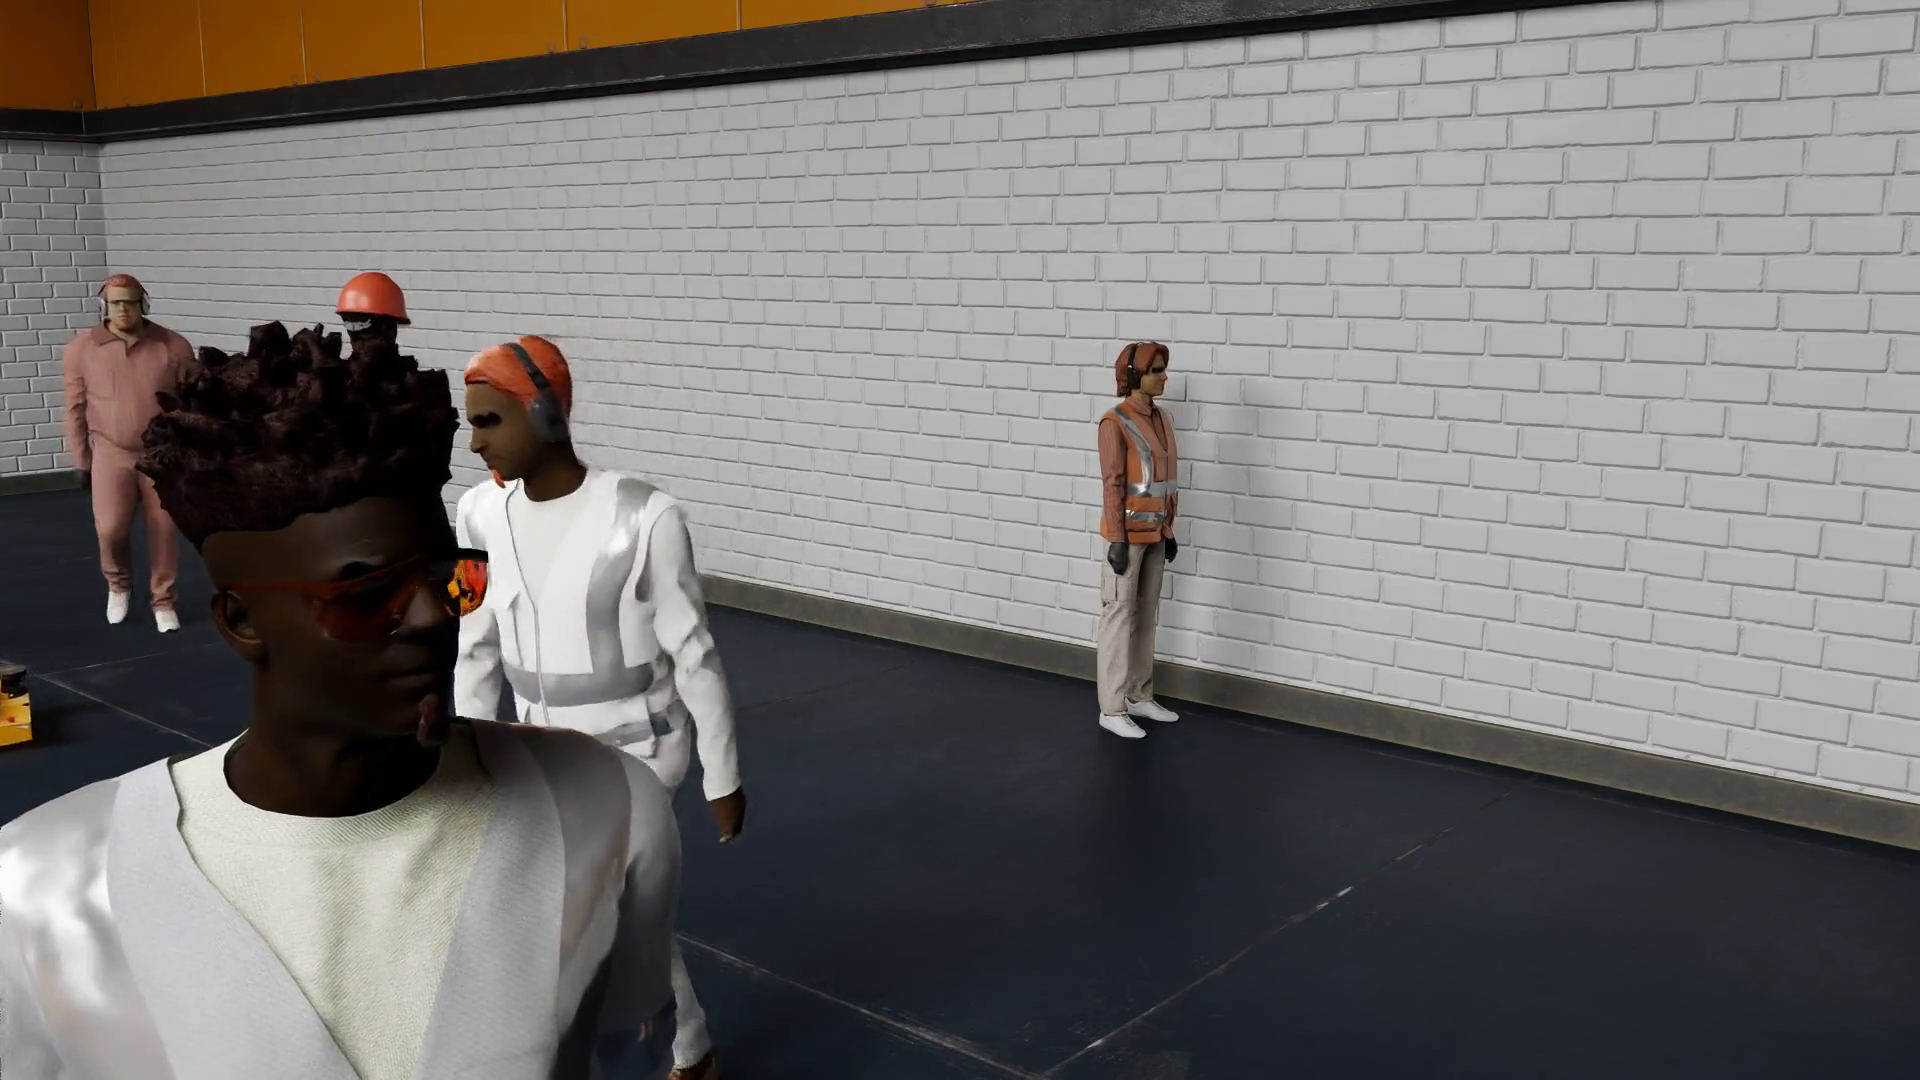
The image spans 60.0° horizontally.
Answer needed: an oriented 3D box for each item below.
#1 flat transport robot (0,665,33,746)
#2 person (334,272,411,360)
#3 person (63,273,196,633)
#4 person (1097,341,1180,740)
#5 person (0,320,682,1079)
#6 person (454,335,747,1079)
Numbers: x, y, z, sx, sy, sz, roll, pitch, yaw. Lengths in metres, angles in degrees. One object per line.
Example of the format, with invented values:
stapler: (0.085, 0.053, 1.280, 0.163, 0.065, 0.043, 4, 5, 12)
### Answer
flat transport robot: (-4.531, 0.734, 6.637, 1.431, 0.197, 0.652, -6, 11, -29)
person: (-2.200, -0.046, 6.350, 0.543, 1.934, 0.368, 3, 10, 18)
person: (-4.313, -0.445, 8.745, 0.649, 1.895, 0.426, -6, 11, -29)
person: (0.743, -0.008, 6.960, 0.308, 1.645, 0.514, 7, 12, 33)
person: (-0.496, 0.802, 1.419, 0.613, 1.965, 0.361, -6, 12, -32)
person: (-0.797, 0.490, 3.535, 0.601, 1.837, 0.924, 6, 12, 31)
